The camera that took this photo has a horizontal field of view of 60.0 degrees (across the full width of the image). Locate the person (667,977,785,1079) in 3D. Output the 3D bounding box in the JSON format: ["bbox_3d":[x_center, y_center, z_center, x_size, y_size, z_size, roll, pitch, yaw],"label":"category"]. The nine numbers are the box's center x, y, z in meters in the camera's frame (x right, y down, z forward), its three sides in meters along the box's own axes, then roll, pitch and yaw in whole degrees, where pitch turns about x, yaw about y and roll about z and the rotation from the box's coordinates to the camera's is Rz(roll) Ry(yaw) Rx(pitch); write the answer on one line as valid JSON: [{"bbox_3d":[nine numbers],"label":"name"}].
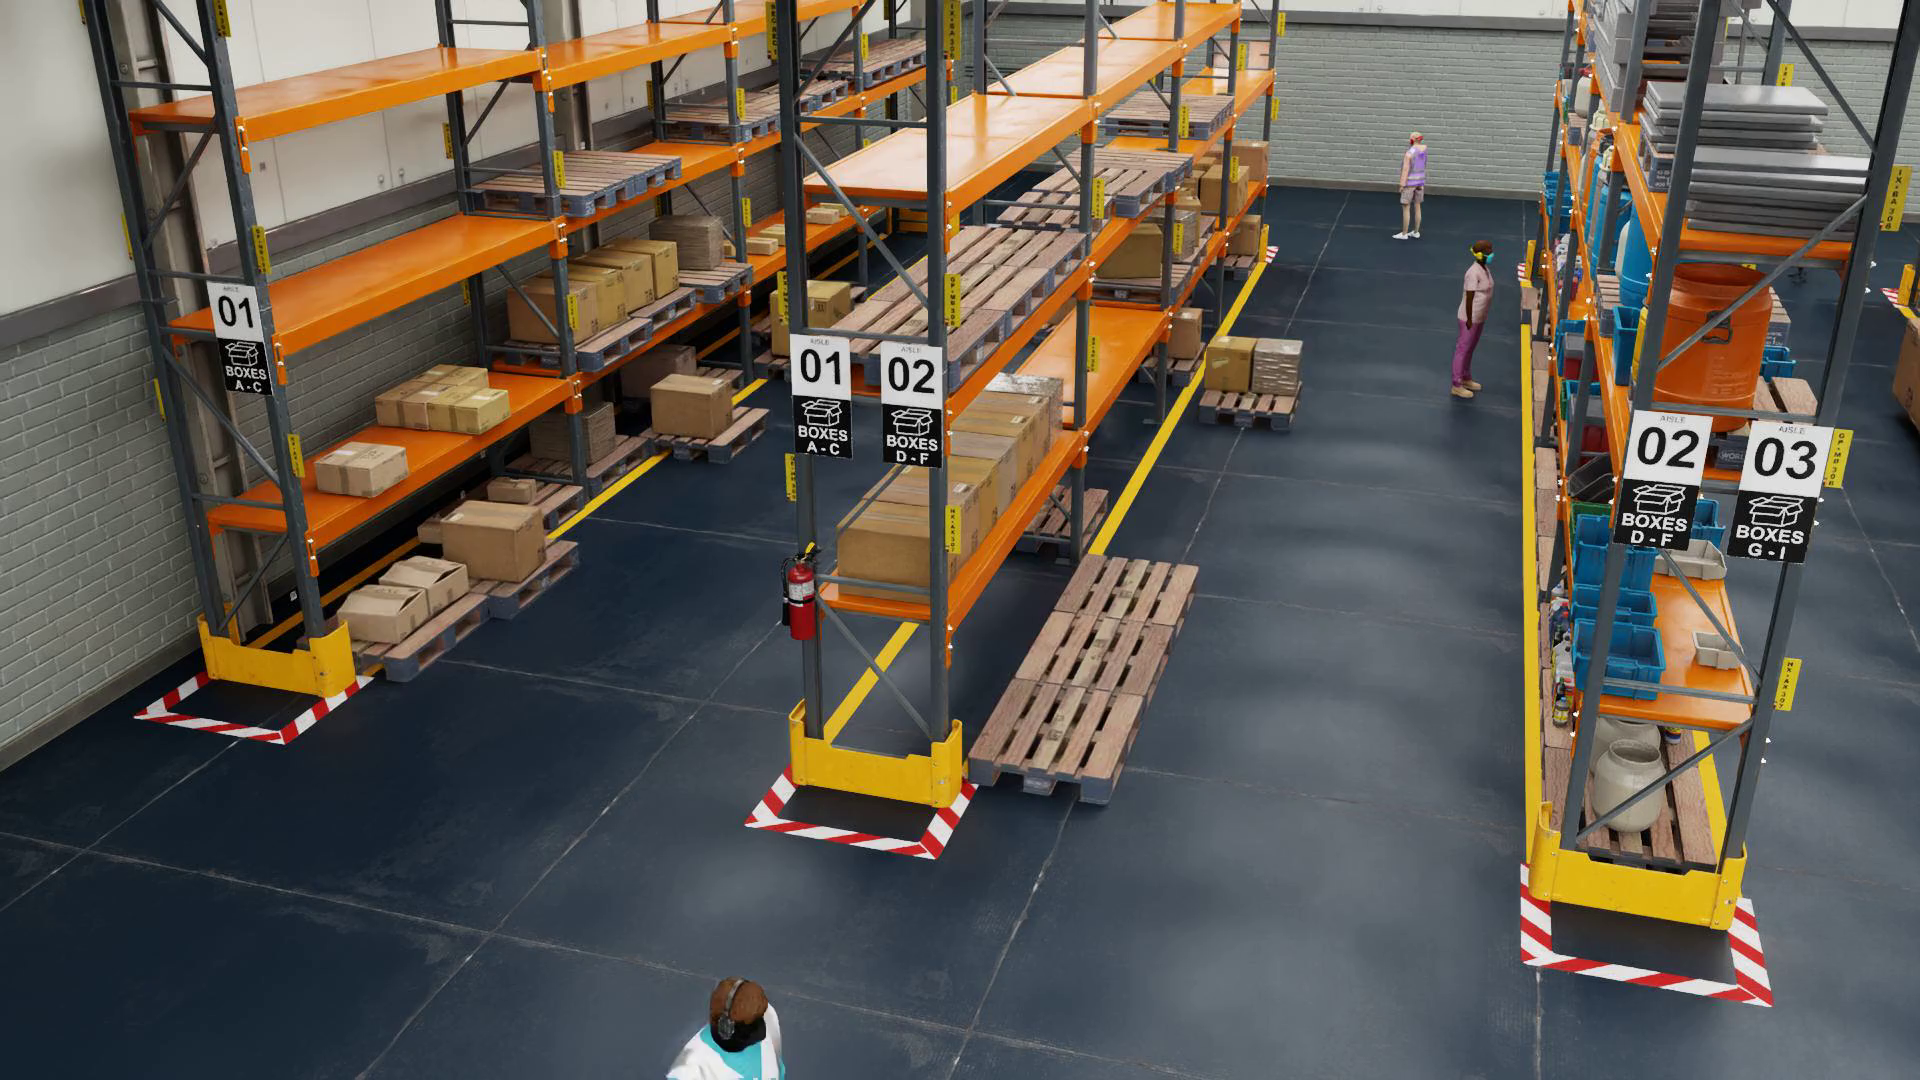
[{"bbox_3d":[-1.044,2.611,7.193,0.862,1.804,0.627,11,26,23],"label":"person"}]

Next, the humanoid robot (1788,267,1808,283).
[{"bbox_3d":[12.173,-4.546,23.953,0.397,1.641,0.611,3,24,7],"label":"humanoid robot"}]

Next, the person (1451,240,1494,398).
[{"bbox_3d":[5.933,-2.565,19.186,0.333,1.801,0.524,15,27,31],"label":"person"}]

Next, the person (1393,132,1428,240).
[{"bbox_3d":[7.185,-5.622,26.420,0.488,1.688,0.350,-14,27,-29],"label":"person"}]
